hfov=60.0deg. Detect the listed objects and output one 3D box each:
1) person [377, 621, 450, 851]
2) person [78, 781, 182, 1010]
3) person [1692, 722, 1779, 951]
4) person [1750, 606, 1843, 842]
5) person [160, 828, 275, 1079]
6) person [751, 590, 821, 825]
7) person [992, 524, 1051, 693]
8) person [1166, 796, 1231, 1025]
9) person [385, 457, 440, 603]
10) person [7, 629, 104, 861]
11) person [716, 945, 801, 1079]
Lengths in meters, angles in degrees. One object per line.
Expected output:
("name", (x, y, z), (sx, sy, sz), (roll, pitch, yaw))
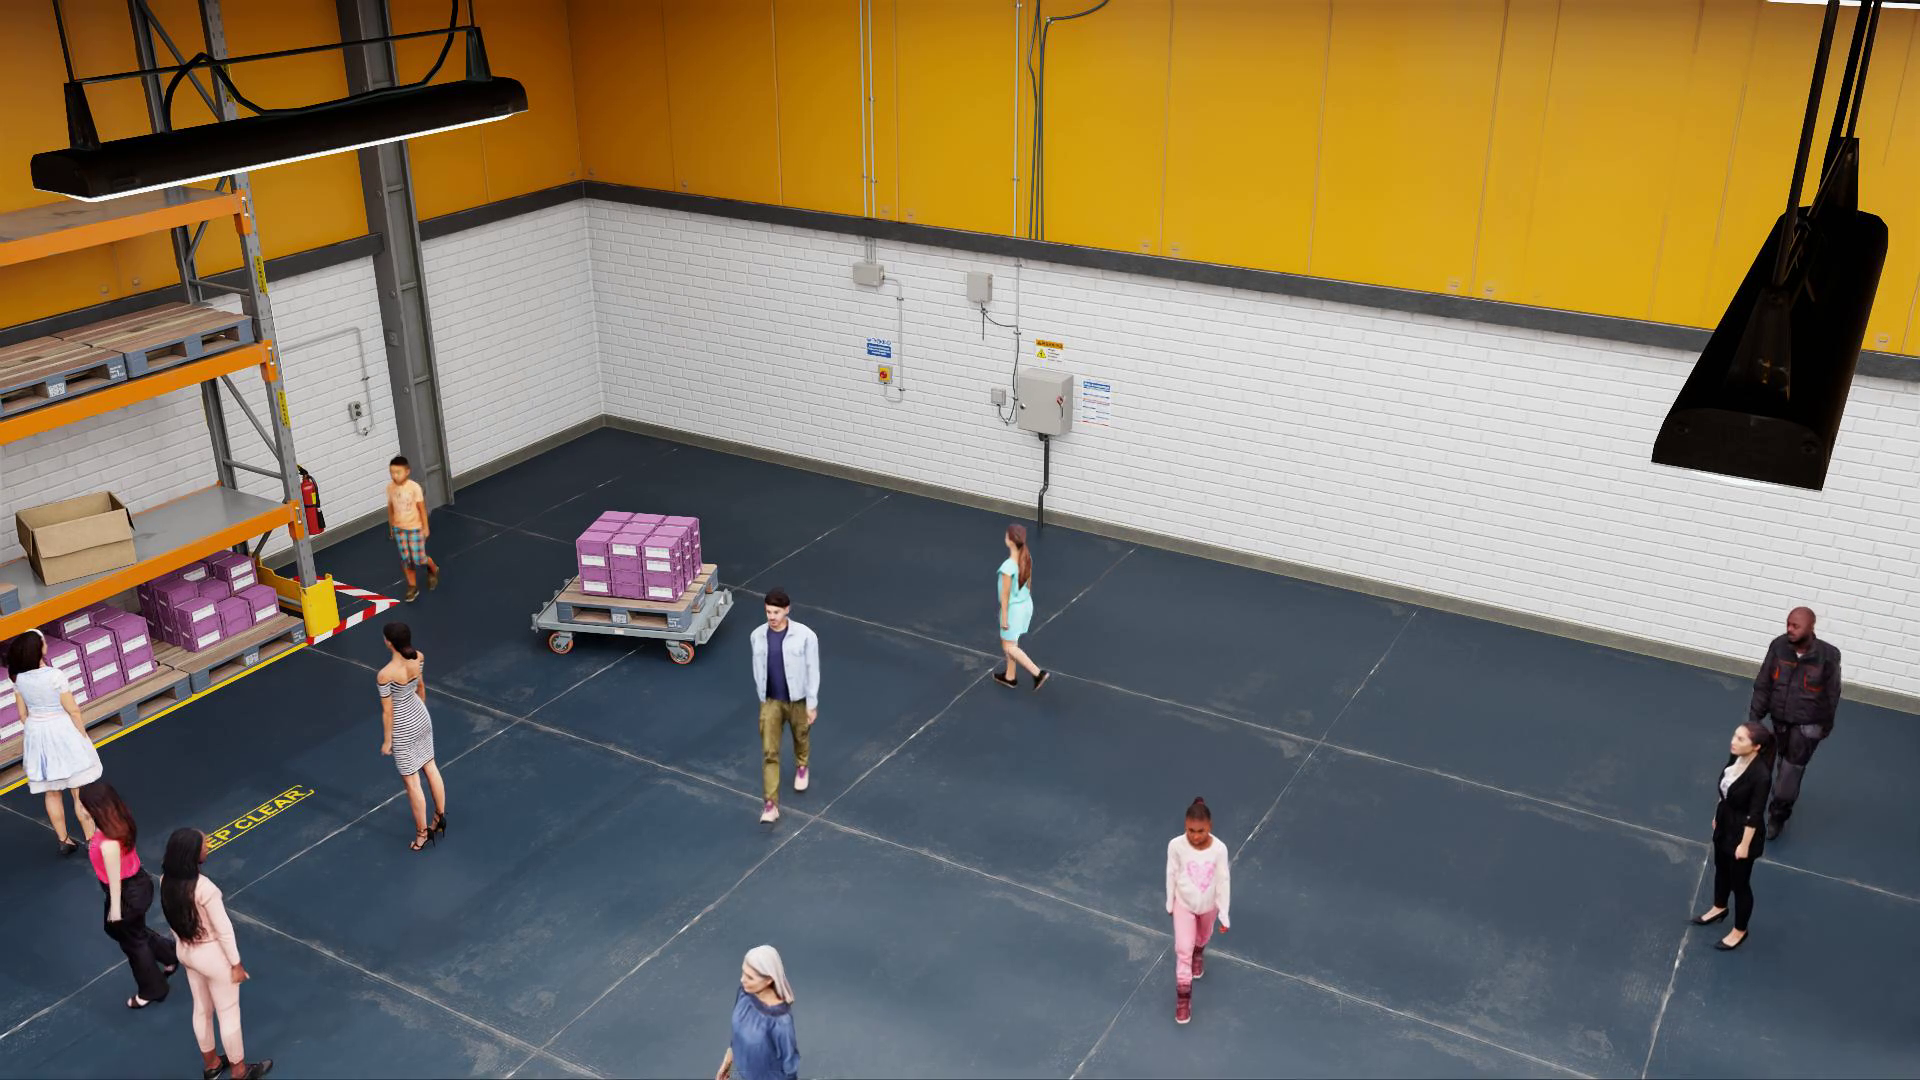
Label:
("person", (-3.953, 1.399, 12.004), (0.676, 1.822, 0.509), (9, 25, 21))
("person", (-5.116, 2.206, 10.374), (0.819, 1.649, 0.756), (-8, 25, -19))
("person", (5.159, 1.932, 10.996), (0.746, 1.655, 0.654), (-1, 24, -3))
("person", (6.248, 1.288, 12.309), (0.892, 1.782, 1.096), (18, 29, 35))
("person", (-4.408, 2.449, 9.727), (0.611, 1.722, 0.526), (12, 26, 26))
("person", (-1.285, 1.183, 12.568), (0.988, 1.767, 1.255), (3, 24, 6))
("person", (0.525, 0.611, 14.157), (0.715, 1.542, 0.863), (20, 30, 38))
("person", (1.507, 2.253, 10.552), (0.825, 1.422, 1.052), (2, 24, 5))
("person", (-5.271, -0.142, 15.994), (0.664, 1.451, 0.762), (3, 24, 6))
("person", (-6.443, 1.464, 11.861), (0.839, 1.818, 0.884), (0, 24, 1))
("person", (-0.934, 2.849, 8.900), (1.184, 1.651, 0.988), (-12, 26, -26))
